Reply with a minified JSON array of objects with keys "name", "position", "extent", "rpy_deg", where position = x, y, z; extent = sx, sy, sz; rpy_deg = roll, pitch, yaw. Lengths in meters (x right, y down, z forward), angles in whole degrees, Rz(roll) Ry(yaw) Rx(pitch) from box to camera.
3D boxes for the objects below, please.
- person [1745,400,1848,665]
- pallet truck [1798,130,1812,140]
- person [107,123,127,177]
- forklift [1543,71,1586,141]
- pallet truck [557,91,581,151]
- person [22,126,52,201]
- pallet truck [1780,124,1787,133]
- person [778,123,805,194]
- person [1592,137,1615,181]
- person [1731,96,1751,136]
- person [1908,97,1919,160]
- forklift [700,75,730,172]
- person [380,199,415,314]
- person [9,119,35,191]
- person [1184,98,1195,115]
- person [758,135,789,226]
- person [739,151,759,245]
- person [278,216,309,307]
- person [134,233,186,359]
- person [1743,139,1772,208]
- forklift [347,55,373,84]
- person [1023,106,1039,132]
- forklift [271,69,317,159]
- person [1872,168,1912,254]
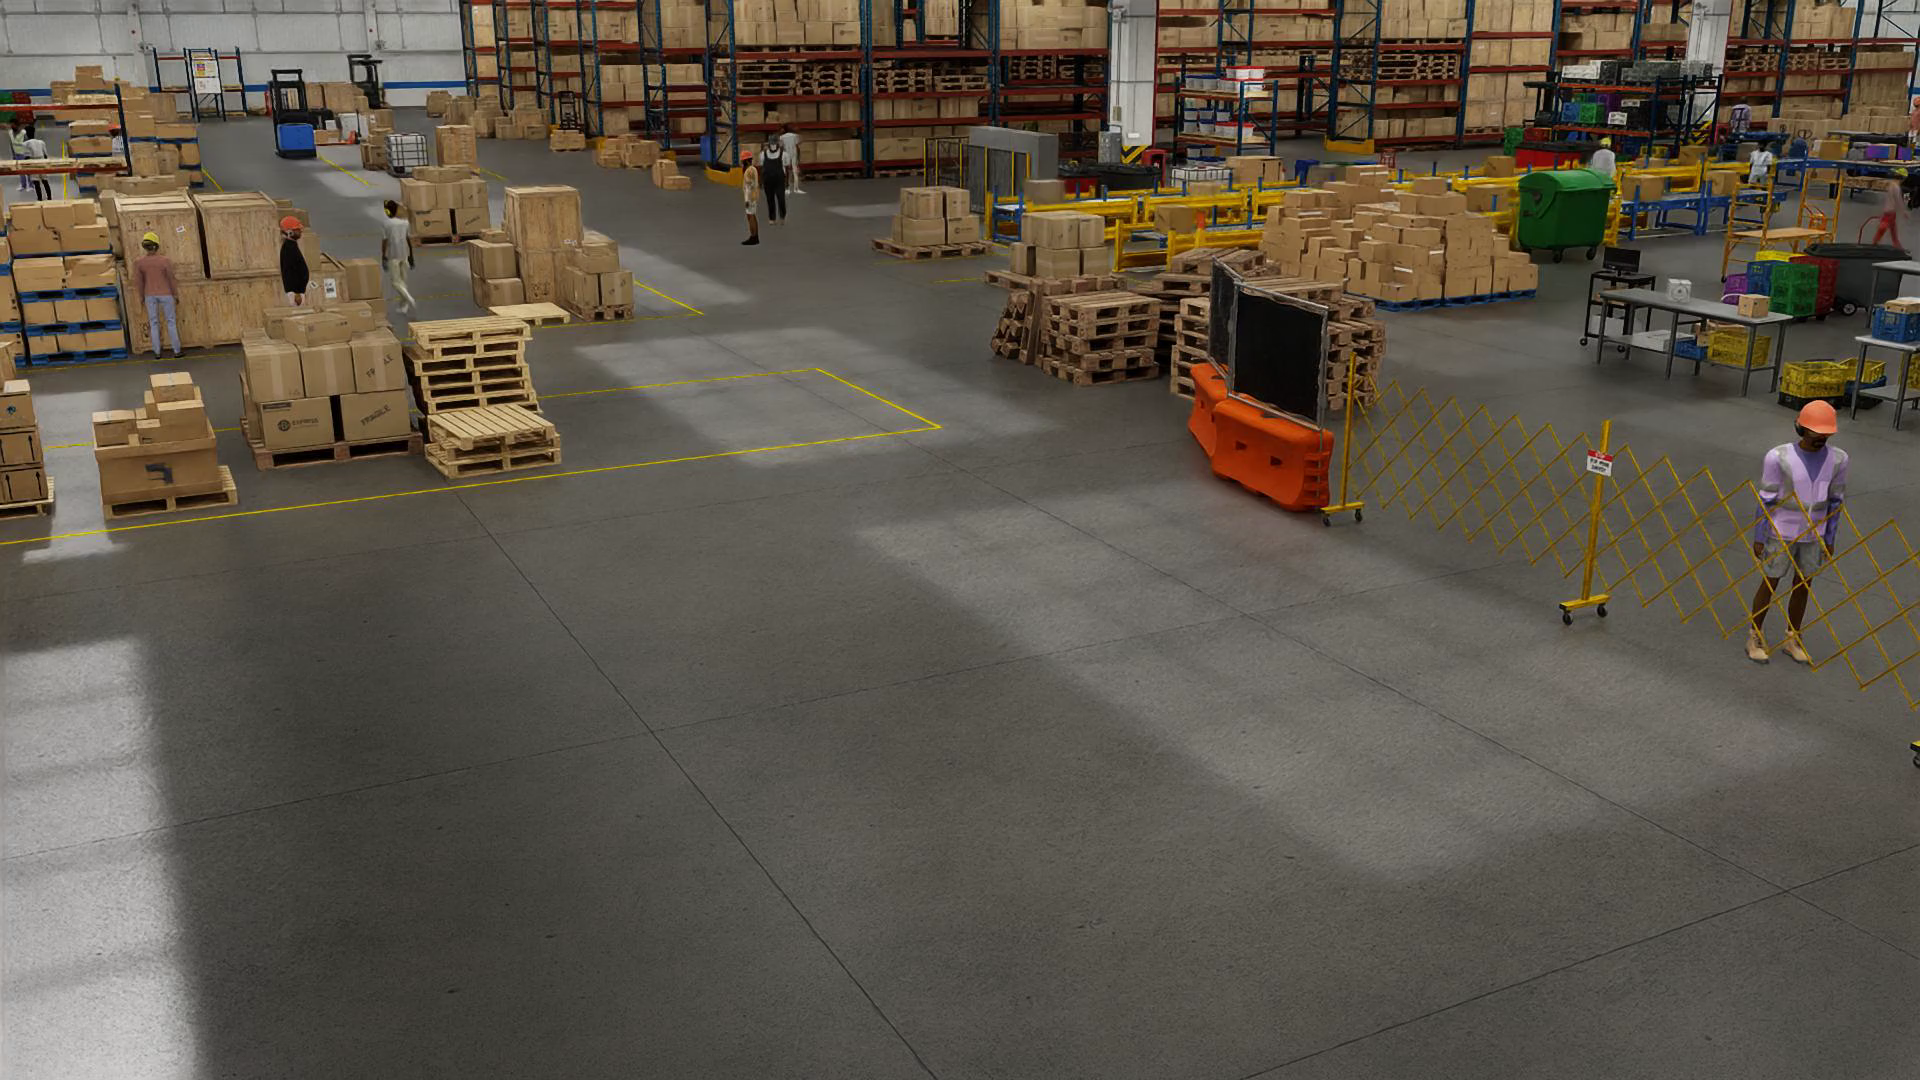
[{"name":"person","position":[6.220,-0.047,12.347],"extent":[0.609,2.034,0.397],"rpy_deg":[0,18,1]},{"name":"pallet truck","position":[25.526,-11.556,49.408],"extent":[1.630,1.274,0.653],"rpy_deg":[-9,20,-26]},{"name":"person","position":[-21.513,-9.675,42.564],"extent":[0.601,1.903,0.692],"rpy_deg":[-2,18,-5]},{"name":"forklift","position":[18.685,-13.231,52.085],"extent":[1.873,2.768,1.129],"rpy_deg":[-9,20,-26]},{"name":"pallet truck","position":[-13.495,-14.412,57.188],"extent":[0.823,1.965,1.885],"rpy_deg":[-3,18,-9]},{"name":"person","position":[-22.802,-9.224,41.064],"extent":[0.364,1.964,0.612],"rpy_deg":[8,20,24]},{"name":"pallet truck","position":[25.206,-12.542,52.601],"extent":[1.601,1.201,0.680],"rpy_deg":[0,18,-2]},{"name":"person","position":[-4.450,-10.087,43.982],"extent":[0.678,1.837,0.343],"rpy_deg":[-3,18,-10]},{"name":"person","position":[15.280,-8.678,39.610],"extent":[0.614,1.810,0.604],"rpy_deg":[-9,20,-26]},{"name":"person","position":[25.827,-13.696,55.052],"extent":[0.627,1.940,0.373],"rpy_deg":[16,24,41]},{"name":"person","position":[30.777,-13.263,53.614],"extent":[0.392,1.991,0.613],"rpy_deg":[0,18,-1]},{"name":"forklift","position":[-6.730,-12.391,49.464],"extent":[1.873,2.768,1.129],"rpy_deg":[-9,20,-26]},{"name":"person","position":[-8.936,-4.494,26.512],"extent":[0.611,1.846,0.536],"rpy_deg":[16,24,41]},{"name":"person","position":[-25.114,-10.303,44.519],"extent":[0.590,1.912,0.398],"rpy_deg":[6,19,17]},{"name":"person","position":[8.925,-16.636,64.710],"extent":[0.501,1.631,0.285],"rpy_deg":[15,23,38]},{"name":"person","position":[-4.203,-8.094,37.422],"extent":[0.696,2.000,0.663],"rpy_deg":[0,18,1]},{"name":"person","position":[-4.370,-7.094,34.507],"extent":[0.390,1.922,0.549],"rpy_deg":[1,18,5]},{"name":"person","position":[-9.222,-3.494,23.151],"extent":[0.375,1.997,0.610],"rpy_deg":[-6,19,-17]},{"name":"person","position":[-11.214,-3.411,23.280],"extent":[0.524,1.760,0.326],"rpy_deg":[-4,18,-12]},{"name":"person","position":[19.613,-8.993,40.844],"extent":[0.861,1.644,0.551],"rpy_deg":[-16,24,-41]},{"name":"forklift","position":[-25.310,-19.119,70.440],"extent":[1.129,2.768,1.873],"rpy_deg":[-16,24,-40]},{"name":"person","position":[2.274,-13.092,53.555],"extent":[0.536,1.696,0.322],"rpy_deg":[7,19,20]},{"name":"forklift","position":[-21.830,-13.945,54.309],"extent":[1.129,2.768,1.873],"rpy_deg":[-9,20,-26]},{"name":"person","position":[18.420,-6.418,32.711],"extent":[0.821,1.719,0.542],"rpy_deg":[7,19,21]}]
